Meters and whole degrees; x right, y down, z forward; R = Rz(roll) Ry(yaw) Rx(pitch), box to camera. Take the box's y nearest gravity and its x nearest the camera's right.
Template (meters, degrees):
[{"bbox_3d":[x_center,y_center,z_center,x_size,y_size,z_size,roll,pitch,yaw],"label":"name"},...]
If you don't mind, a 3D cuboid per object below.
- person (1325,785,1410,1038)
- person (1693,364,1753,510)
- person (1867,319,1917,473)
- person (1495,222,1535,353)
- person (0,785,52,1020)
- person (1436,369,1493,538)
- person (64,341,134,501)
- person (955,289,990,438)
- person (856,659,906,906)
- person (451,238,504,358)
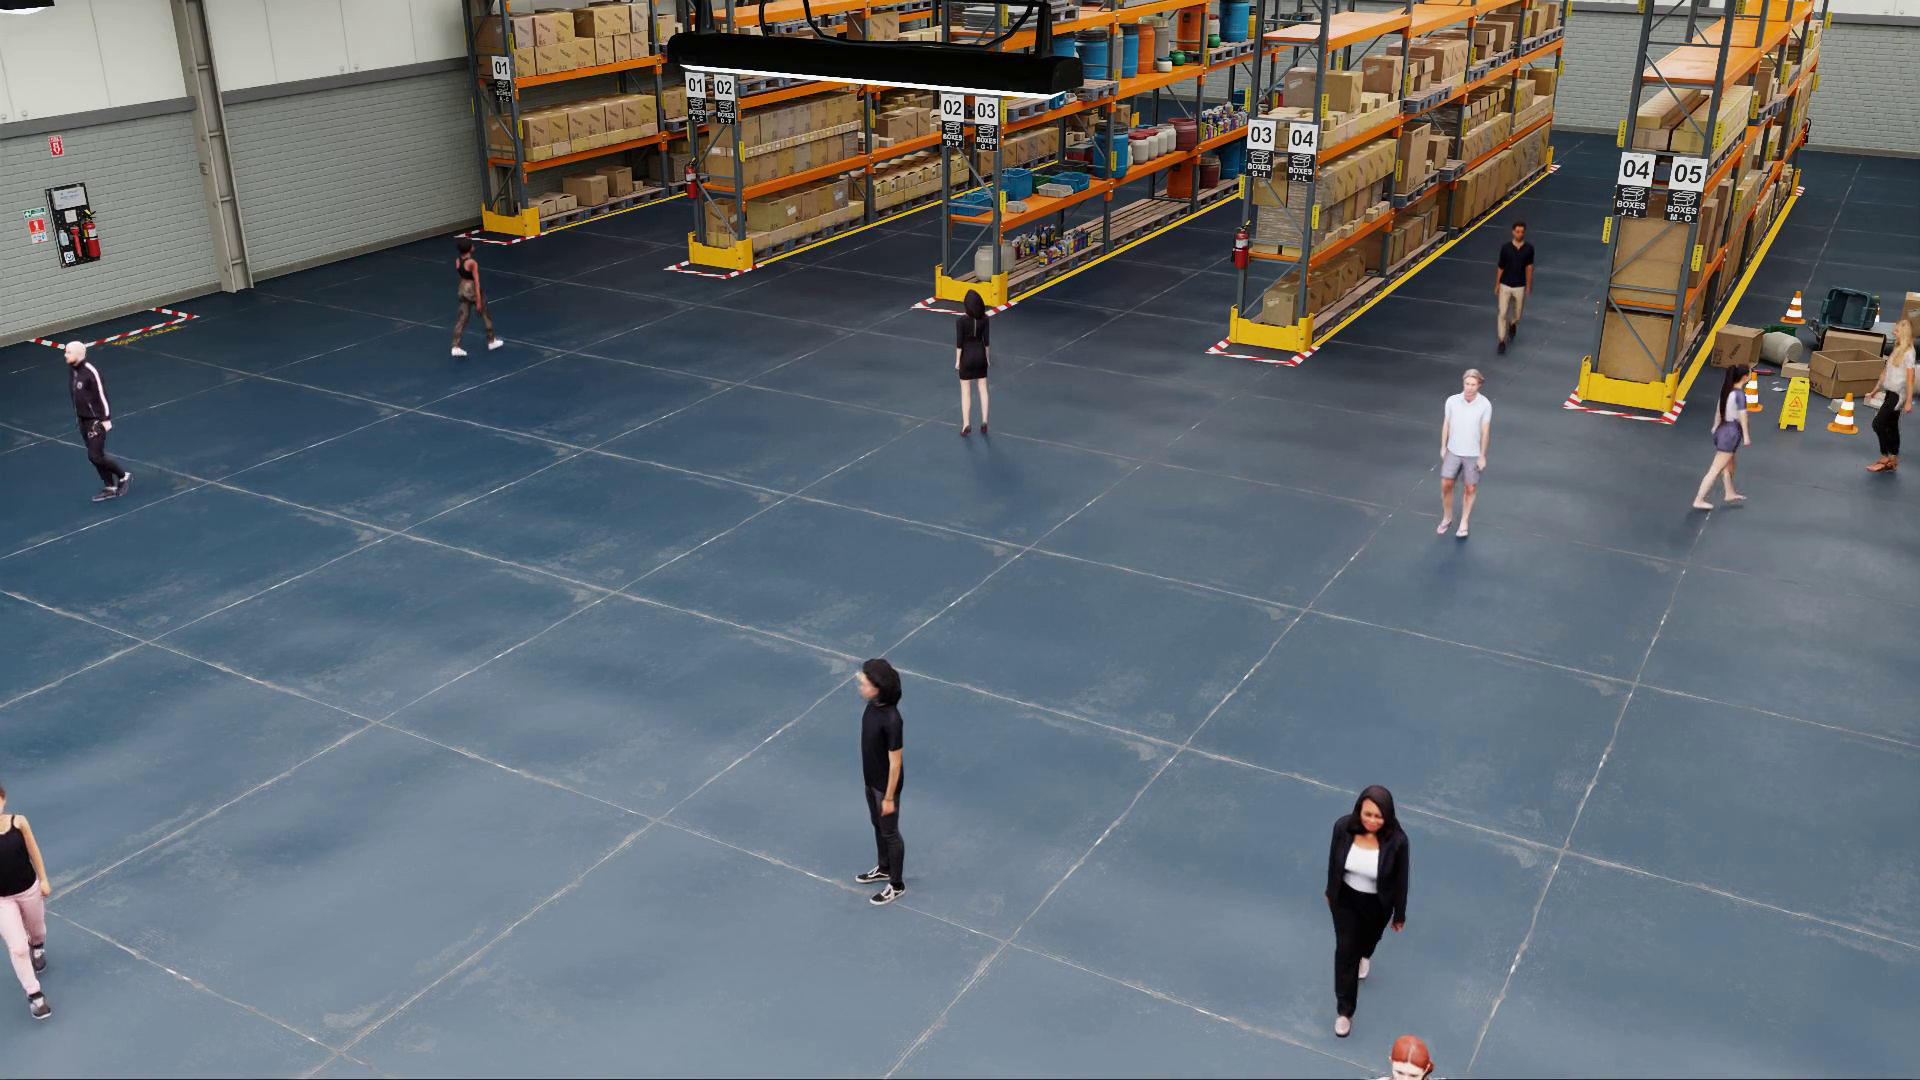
[{"bbox_3d":[2.521,2.195,10.317,0.828,1.577,1.187,7,24,15],"label":"person"},{"bbox_3d":[8.212,-1.098,17.998,0.909,1.626,0.923,1,23,3],"label":"person"},{"bbox_3d":[10.824,-1.635,19.035,0.768,1.802,0.692,4,23,8],"label":"person"},{"bbox_3d":[7.870,-3.635,23.693,0.811,1.837,1.078,6,24,15],"label":"person"},{"bbox_3d":[-5.926,2.179,10.406,1.006,1.537,0.842,-17,28,-34],"label":"person"},{"bbox_3d":[5.297,-0.927,17.354,0.664,1.815,0.645,11,25,23],"label":"person"},{"bbox_3d":[-9.403,-1.310,18.246,0.725,1.822,0.727,16,28,33],"label":"person"},{"bbox_3d":[0.157,-2.148,20.236,0.629,1.806,0.708,-8,24,-18],"label":"person"},{"bbox_3d":[-0.518,1.612,11.362,0.735,1.831,0.704,-9,25,-20],"label":"person"},{"bbox_3d":[-6.914,-3.356,23.268,0.582,1.657,1.136,13,26,27],"label":"person"}]
